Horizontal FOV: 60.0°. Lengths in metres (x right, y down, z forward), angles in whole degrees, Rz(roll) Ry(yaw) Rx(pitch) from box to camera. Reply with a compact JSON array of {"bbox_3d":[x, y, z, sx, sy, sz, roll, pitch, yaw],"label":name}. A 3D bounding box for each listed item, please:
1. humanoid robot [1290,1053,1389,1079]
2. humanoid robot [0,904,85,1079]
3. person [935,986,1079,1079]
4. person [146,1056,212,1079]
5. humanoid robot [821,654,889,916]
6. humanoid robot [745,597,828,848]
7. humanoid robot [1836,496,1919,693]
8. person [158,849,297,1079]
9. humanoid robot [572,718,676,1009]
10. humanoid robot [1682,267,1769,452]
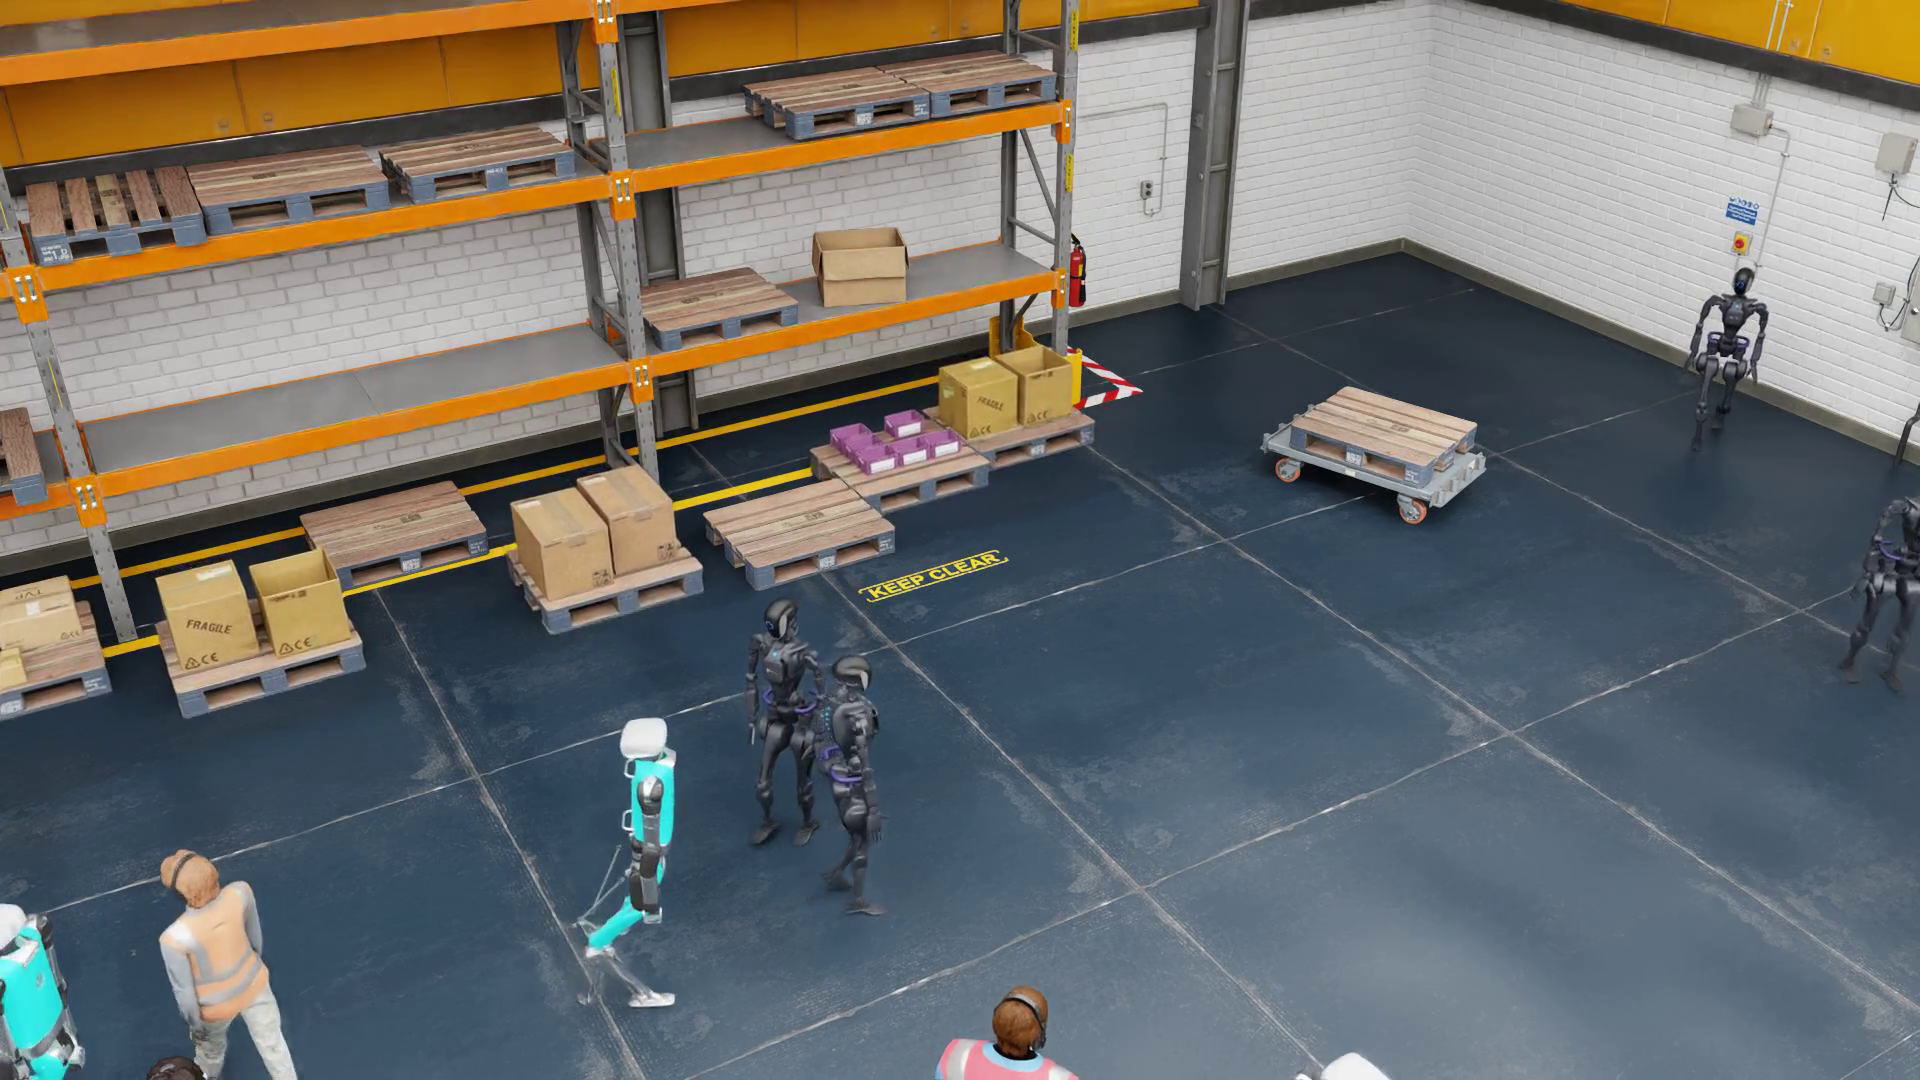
[{"bbox_3d":[1.628,2.698,6.792,0.554,1.861,0.747,25,38,37],"label":"humanoid robot"},{"bbox_3d":[-4.310,2.369,7.356,0.855,1.835,0.544,0,29,0],"label":"humanoid robot"},{"bbox_3d":[0.216,2.566,6.851,0.628,1.835,0.431,11,31,18],"label":"person"},{"bbox_3d":[-2.844,2.758,6.467,0.534,1.871,0.414,-12,32,-20],"label":"person"},{"bbox_3d":[-0.572,1.350,9.149,0.333,1.648,0.600,-9,31,-15],"label":"humanoid robot"},{"bbox_3d":[-0.996,1.083,9.623,0.587,1.655,0.391,15,33,24],"label":"humanoid robot"},{"bbox_3d":[6.304,0.242,11.129,0.601,1.663,0.365,3,30,5],"label":"humanoid robot"},{"bbox_3d":[-3.527,2.109,7.881,0.841,1.594,0.535,16,33,26],"label":"person"},{"bbox_3d":[-1.785,1.755,8.481,0.785,1.889,0.562,-3,30,-6],"label":"humanoid robot"},{"bbox_3d":[6.630,-1.619,14.425,0.611,1.630,0.633,13,32,22],"label":"humanoid robot"}]
